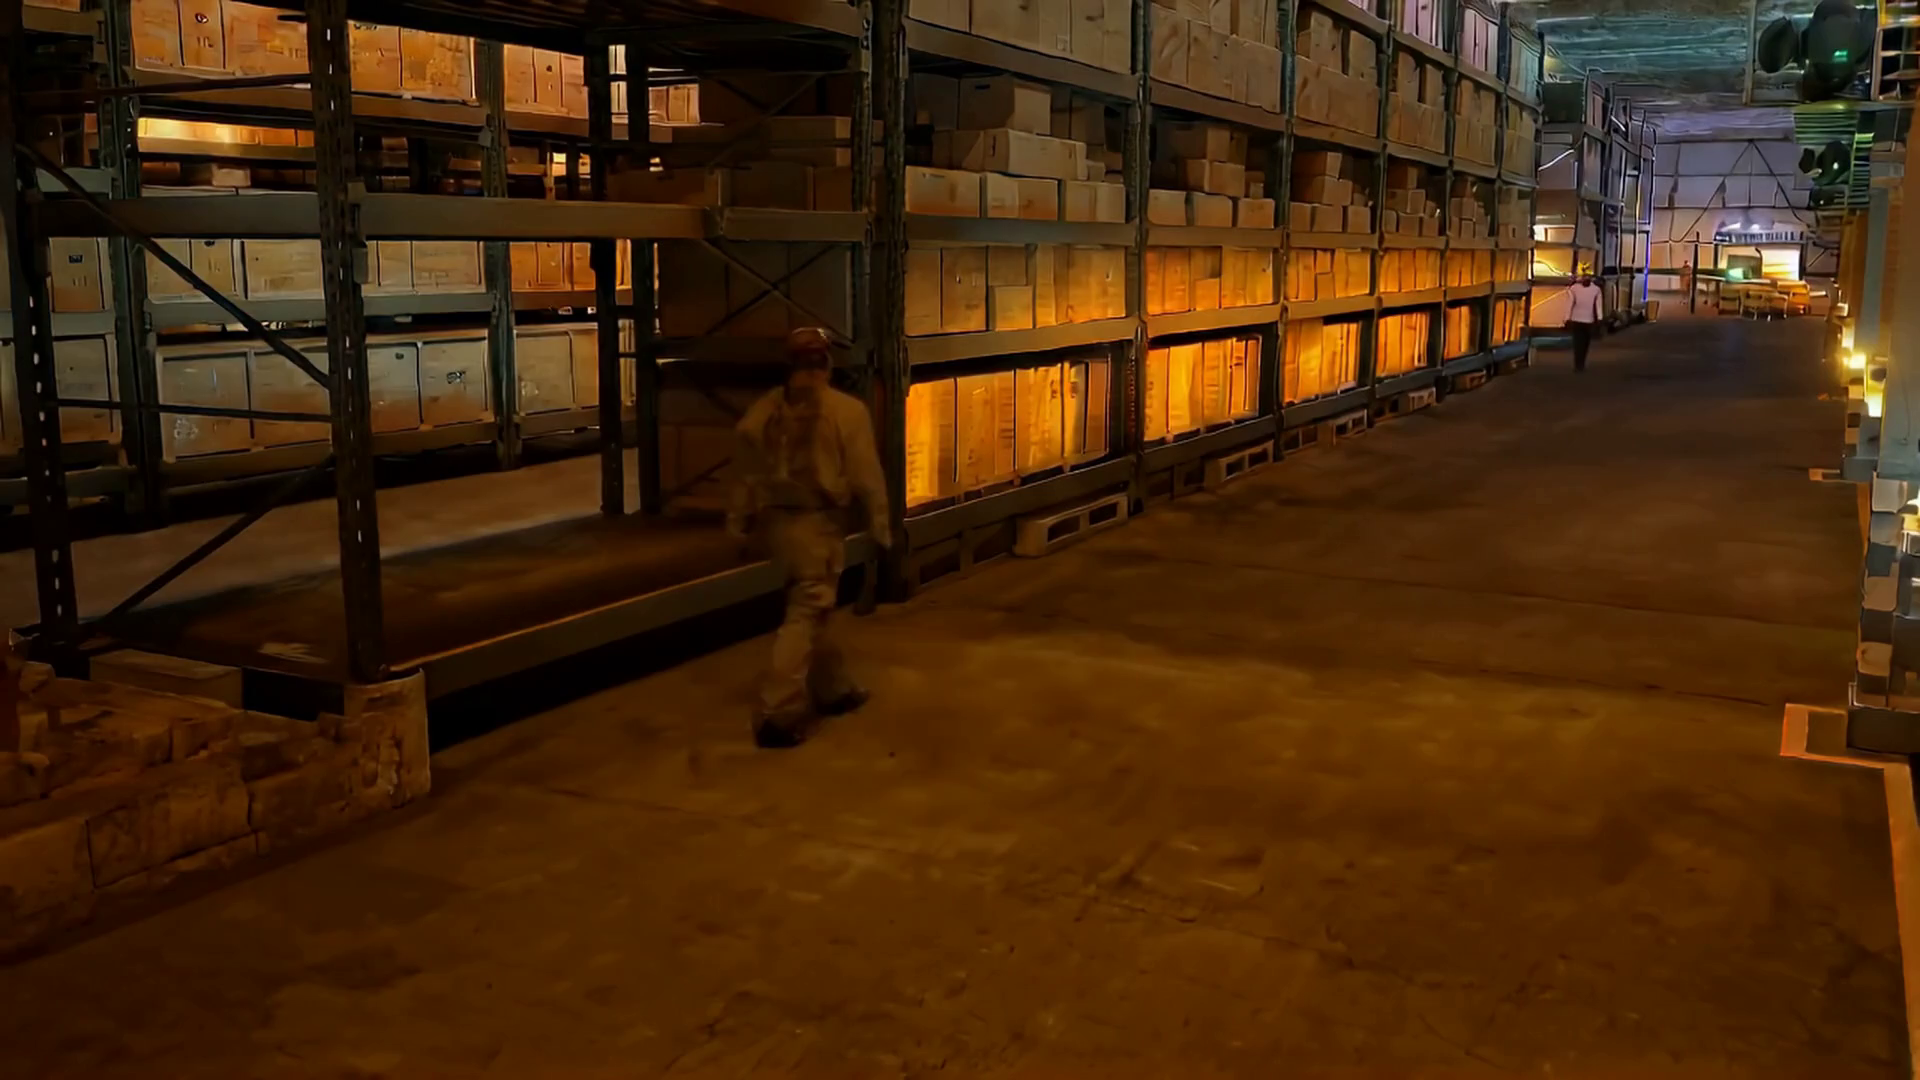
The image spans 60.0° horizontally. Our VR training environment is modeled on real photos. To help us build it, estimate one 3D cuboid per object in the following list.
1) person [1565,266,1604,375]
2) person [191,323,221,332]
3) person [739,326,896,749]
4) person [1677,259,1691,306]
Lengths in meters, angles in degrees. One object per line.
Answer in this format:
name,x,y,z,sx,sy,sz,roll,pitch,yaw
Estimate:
person,11.199,-3.928,29.835,0.627,1.937,1.087,2,10,9
person,-8.493,-1.942,18.924,0.490,1.723,0.598,5,11,28
person,-0.666,-0.025,7.480,0.634,1.862,1.014,6,11,29
person,29.475,-10.472,67.730,0.372,1.931,0.631,-4,11,-21
